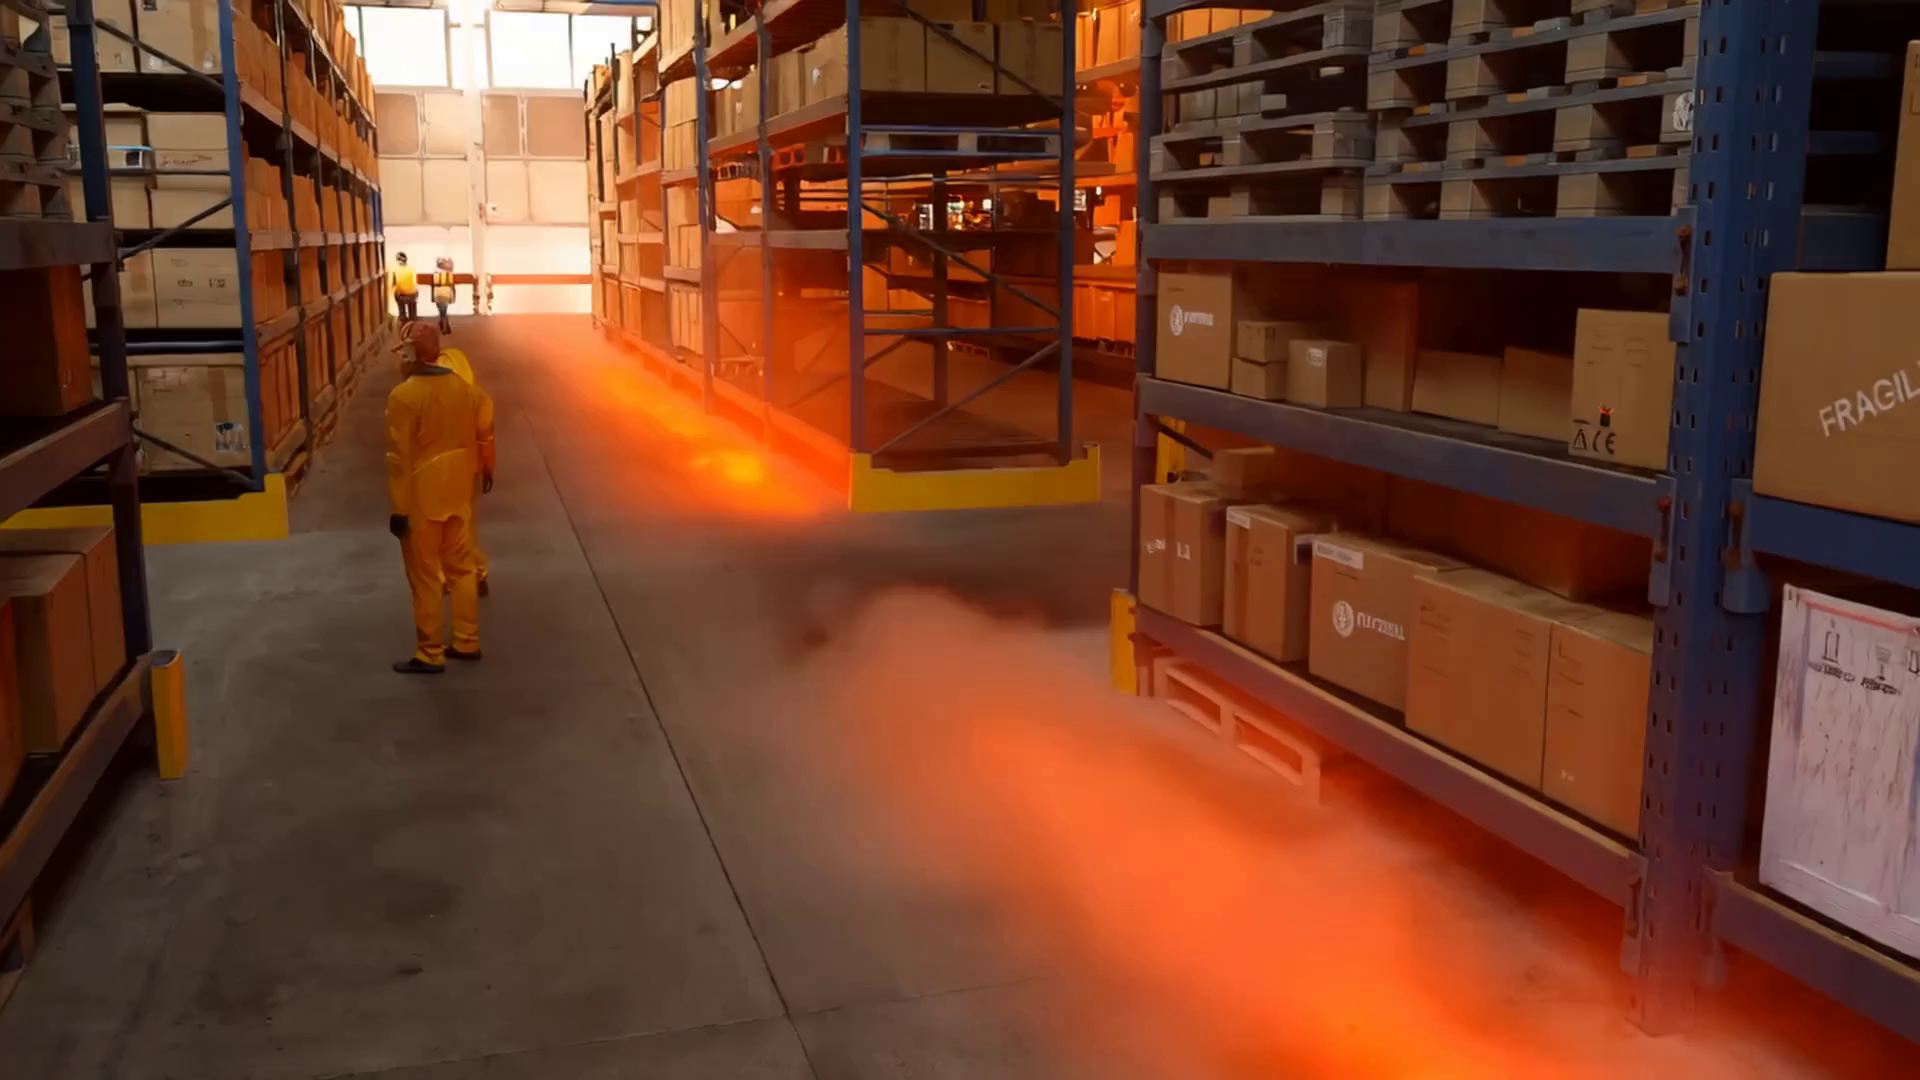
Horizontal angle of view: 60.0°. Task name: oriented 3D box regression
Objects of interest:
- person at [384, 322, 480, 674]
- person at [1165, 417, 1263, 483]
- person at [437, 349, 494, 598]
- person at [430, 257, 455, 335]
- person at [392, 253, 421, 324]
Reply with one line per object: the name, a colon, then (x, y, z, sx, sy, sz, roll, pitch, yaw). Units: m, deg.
person: (-2.886, -0.230, 9.037, 0.398, 1.899, 0.649, 4, 11, 21)
person: (1.591, -0.468, 10.484, 0.622, 1.845, 0.430, -1, 10, -3)
person: (-3.281, -0.429, 10.840, 0.500, 1.633, 0.286, -1, 10, -3)
person: (-12.465, -5.886, 40.119, 0.557, 1.859, 0.989, 0, 10, 1)
person: (-13.356, -5.948, 40.263, 0.753, 1.965, 0.380, -1, 10, -7)
